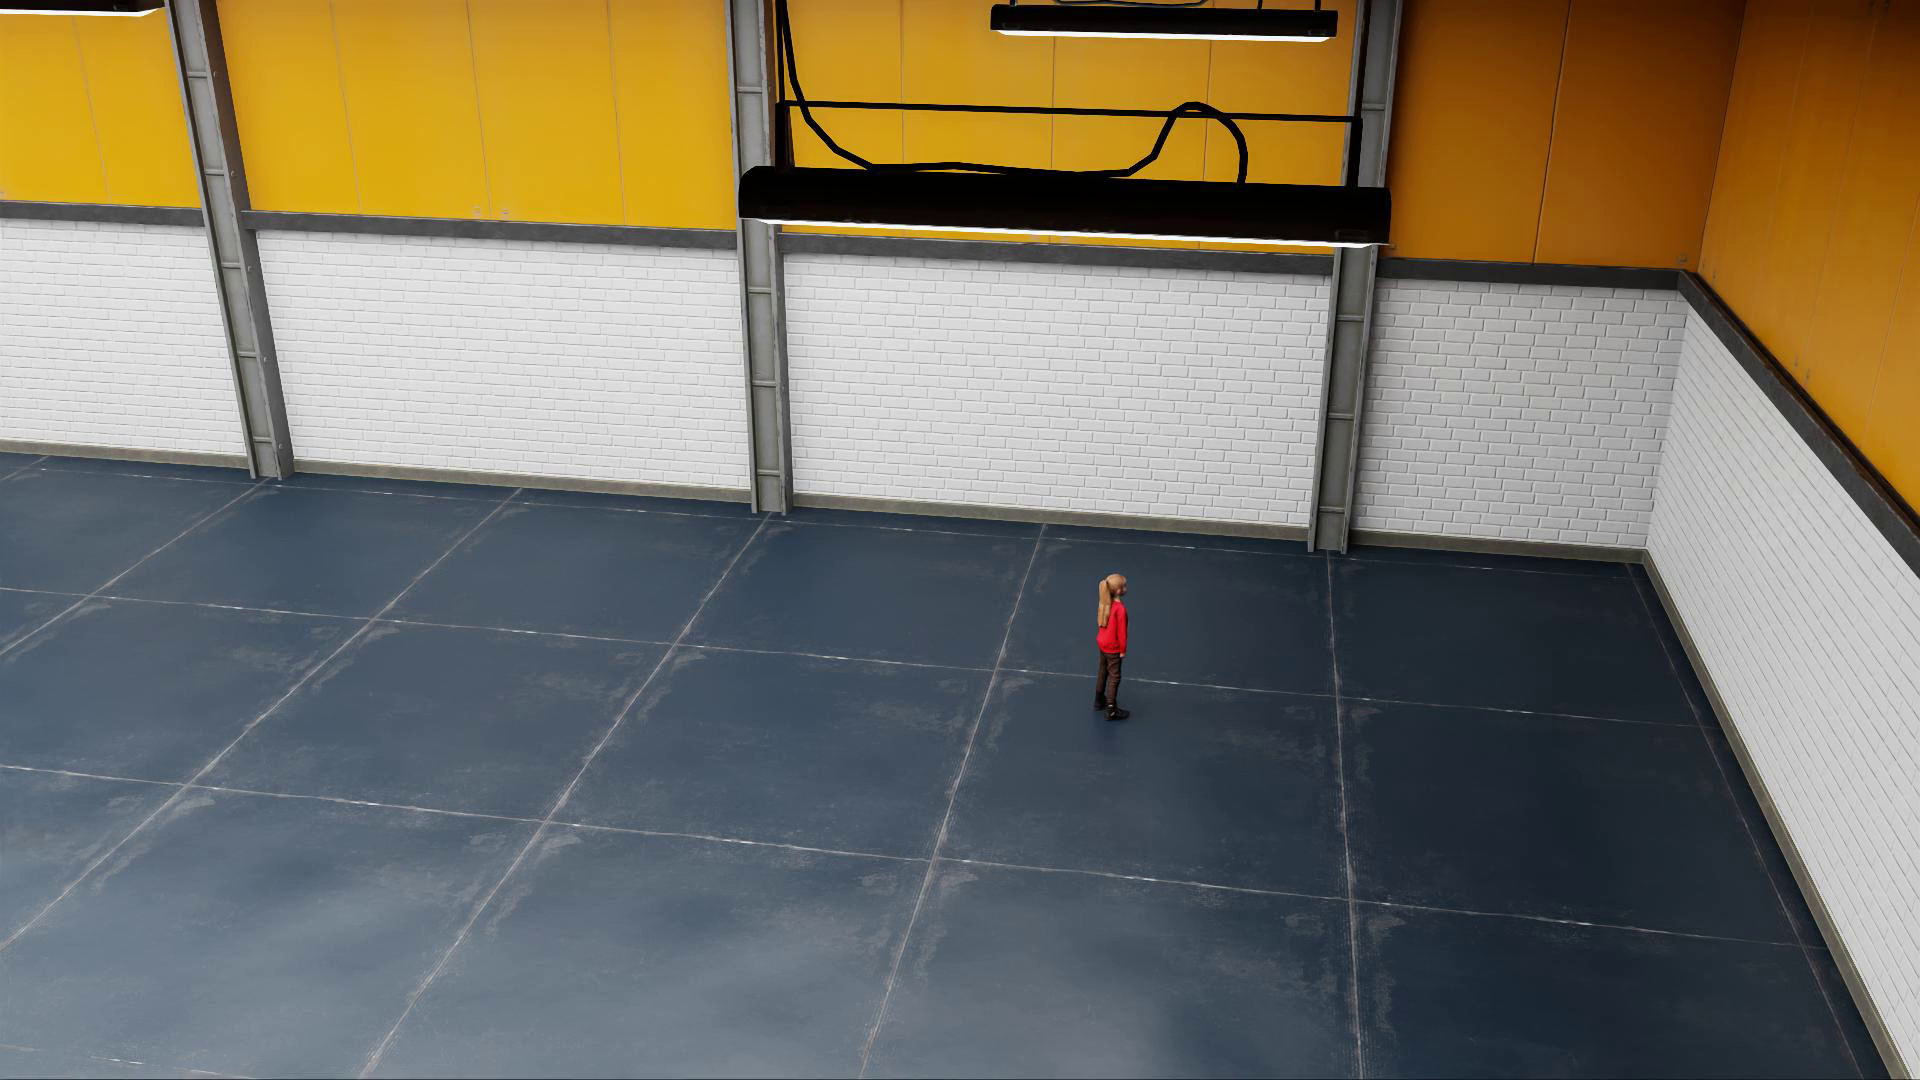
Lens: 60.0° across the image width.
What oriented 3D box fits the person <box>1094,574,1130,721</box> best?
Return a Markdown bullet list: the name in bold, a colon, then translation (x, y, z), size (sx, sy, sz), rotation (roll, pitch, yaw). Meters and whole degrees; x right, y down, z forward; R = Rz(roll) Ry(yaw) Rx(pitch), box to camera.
- **person**: translation (1.274, 0.881, 13.952), size (0.608, 1.280, 0.567), rotation (-10, 26, -22)
